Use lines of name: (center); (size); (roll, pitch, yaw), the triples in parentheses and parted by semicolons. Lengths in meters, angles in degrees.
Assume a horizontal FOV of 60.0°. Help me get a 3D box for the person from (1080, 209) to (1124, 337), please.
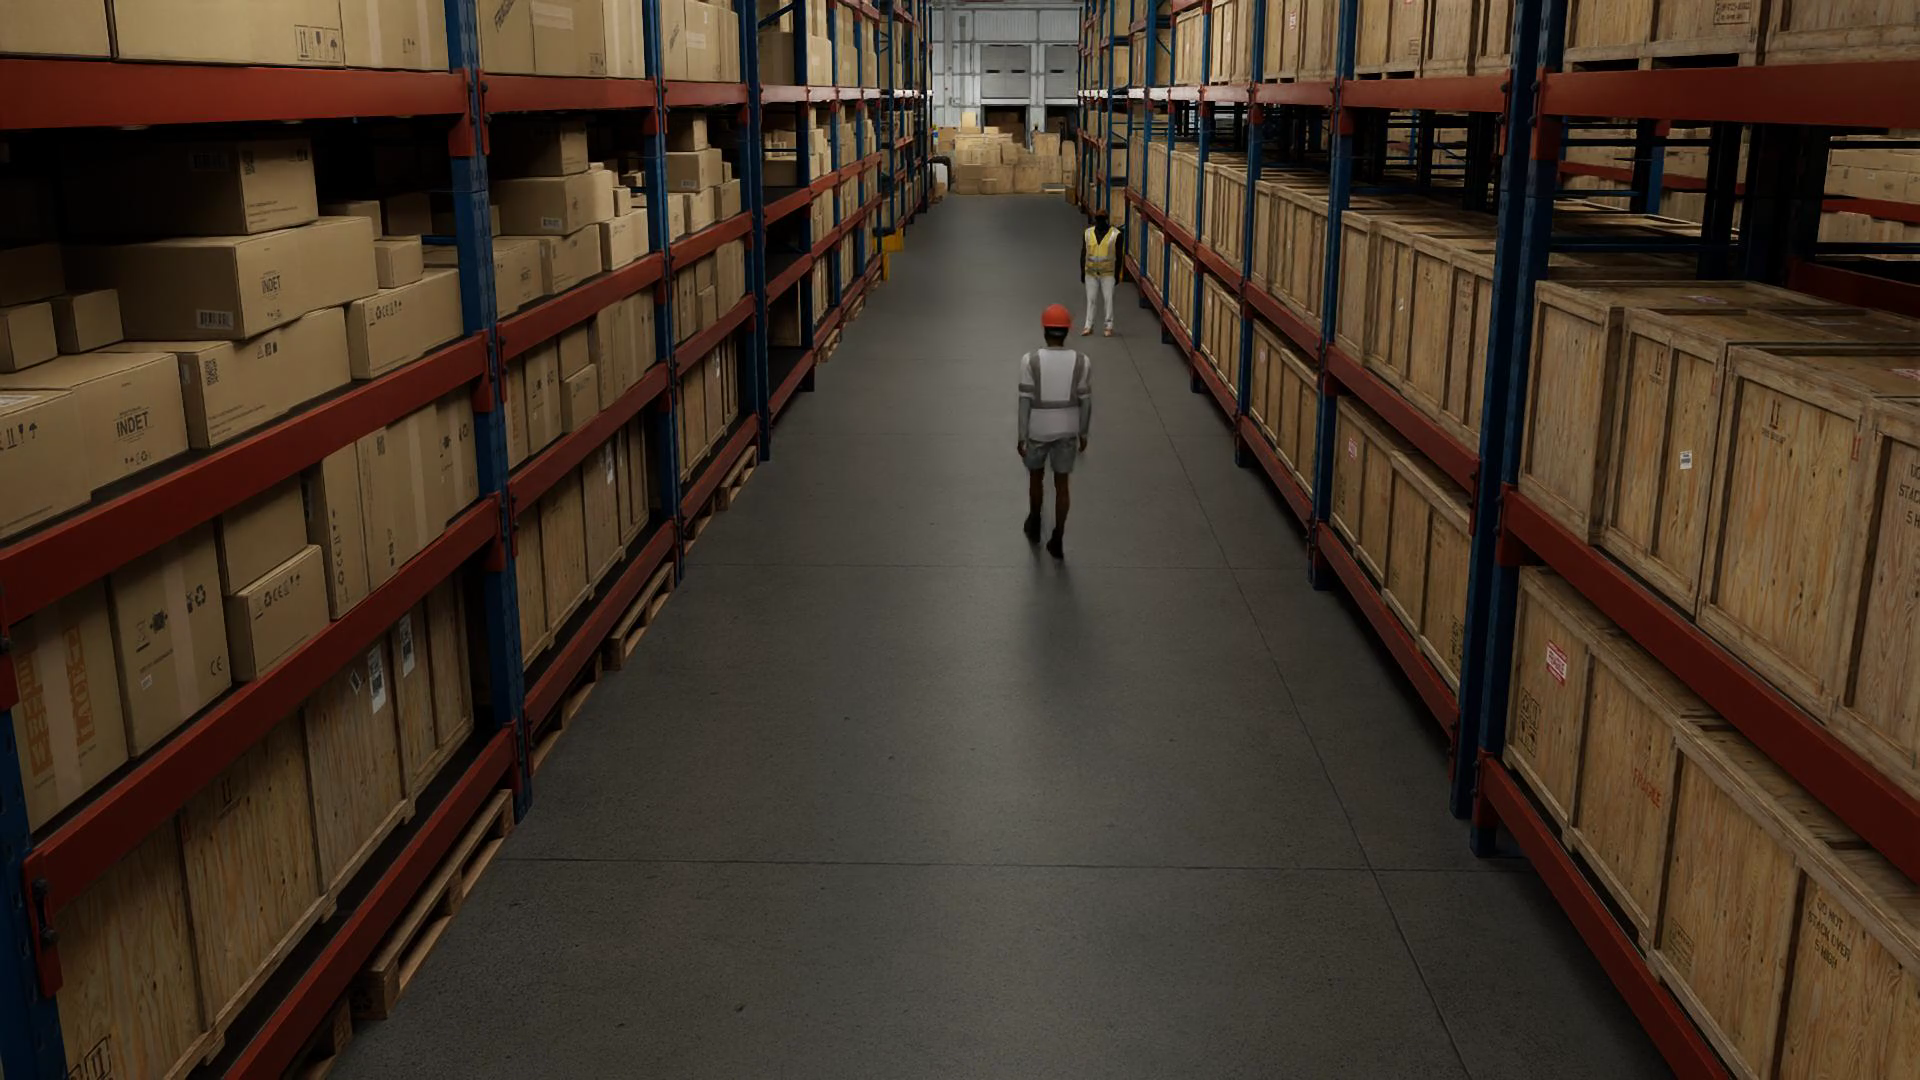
person: (2.045, -3.884, 24.214); (0.626, 1.844, 0.429); (5, 16, 18)

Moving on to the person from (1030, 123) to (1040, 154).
person: (3.974, -20.953, 87.583); (0.587, 1.921, 0.390); (8, 17, 26)

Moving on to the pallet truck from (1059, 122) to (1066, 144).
pallet truck: (5.788, -21.111, 88.014); (1.885, 1.965, 0.823); (5, 16, 18)

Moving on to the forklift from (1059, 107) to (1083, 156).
forklift: (5.327, -18.690, 77.331); (1.129, 2.768, 1.873); (-7, 17, -25)

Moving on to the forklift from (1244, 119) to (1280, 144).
forklift: (7.722, -9.401, 42.770); (1.129, 2.768, 1.873); (0, 15, 2)

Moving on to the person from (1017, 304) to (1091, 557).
person: (0.706, -0.875, 12.886); (0.578, 1.905, 0.882); (-1, 15, -5)
